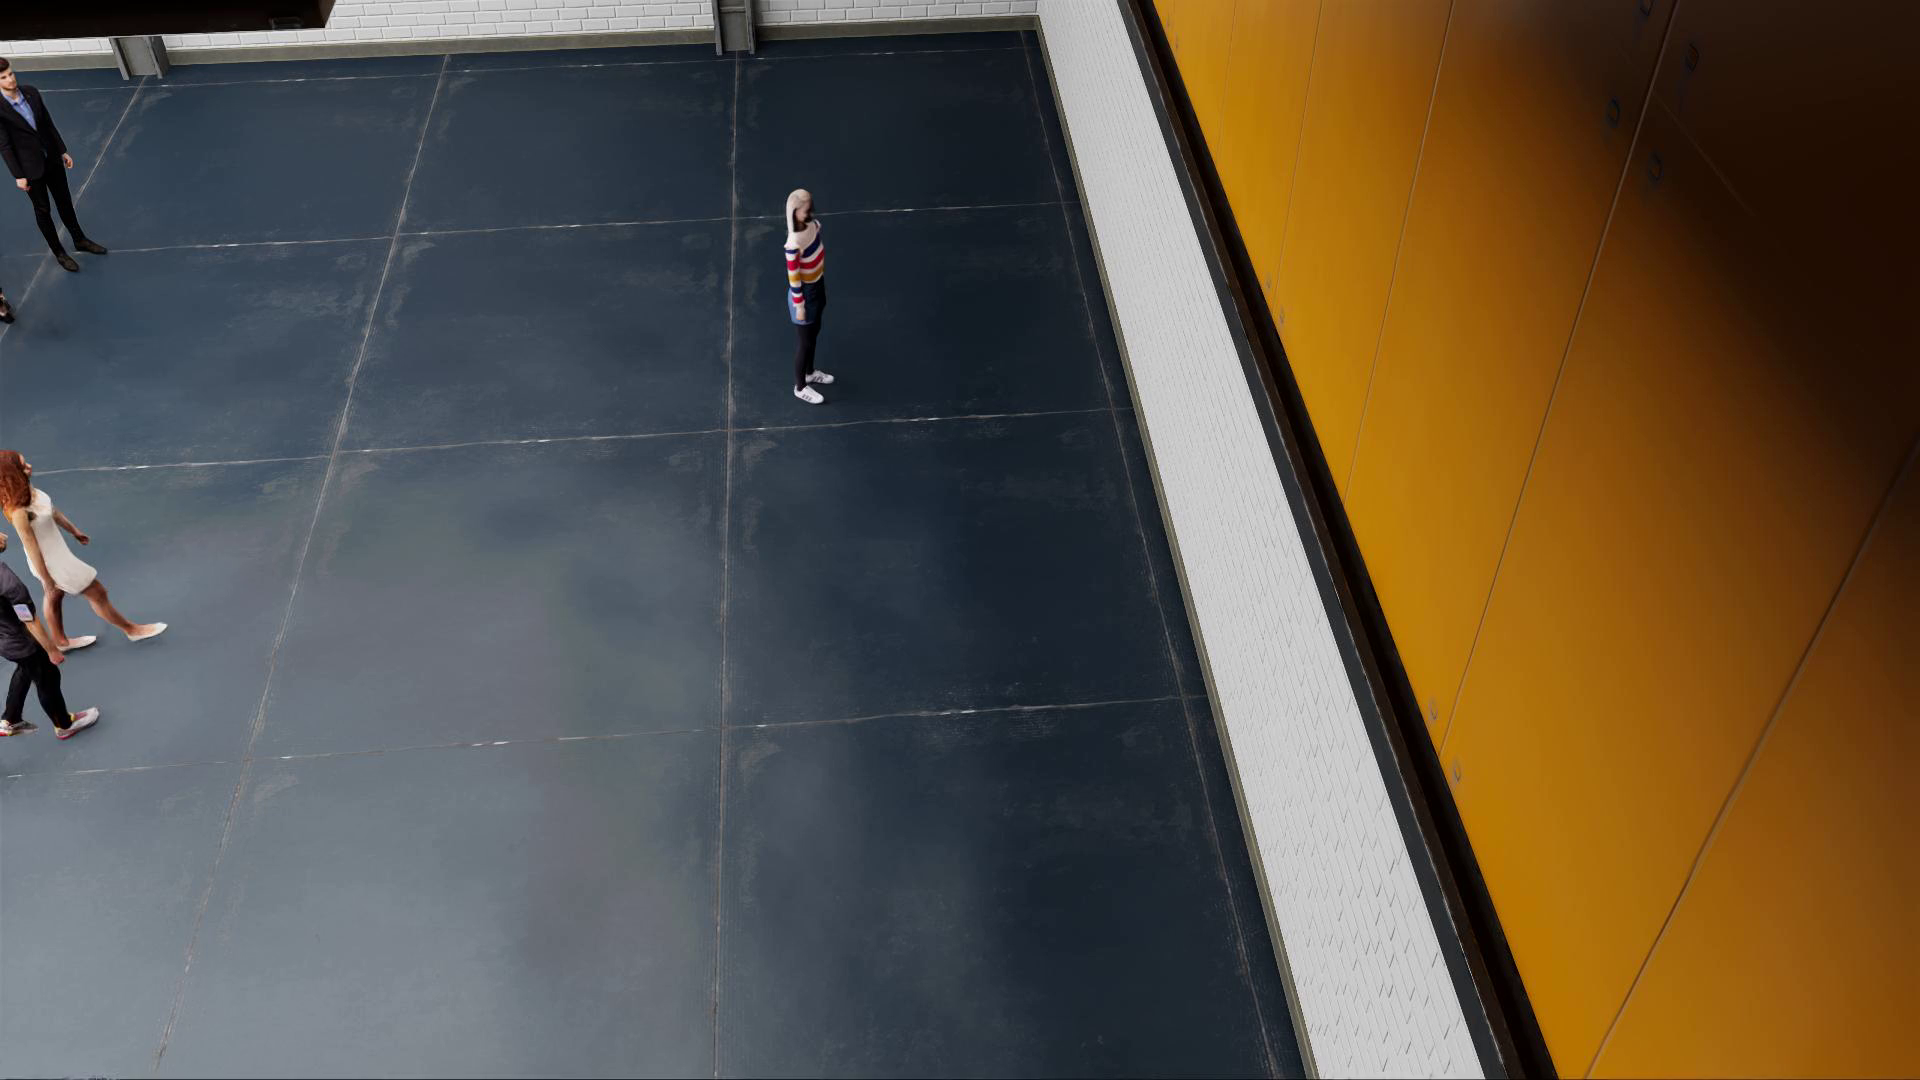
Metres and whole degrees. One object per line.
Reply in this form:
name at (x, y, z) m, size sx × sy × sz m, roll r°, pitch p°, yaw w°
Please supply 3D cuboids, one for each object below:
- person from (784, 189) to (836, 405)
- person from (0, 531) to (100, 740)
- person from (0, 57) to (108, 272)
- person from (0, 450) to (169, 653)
person at (-1.170, -1.868, 12.634) m, size 0.643 × 1.808 × 0.713 m, roll 11°, pitch 45°, yaw 12°
person at (-5.771, 0.627, 10.060) m, size 0.908 × 1.746 × 0.966 m, roll 23°, pitch 48°, yaw 23°
person at (-7.747, -3.183, 13.951) m, size 0.799 × 1.894 × 0.790 m, roll 19°, pitch 47°, yaw 19°
person at (-5.912, 0.127, 10.629) m, size 1.022 × 1.684 × 0.739 m, roll -15°, pitch 46°, yaw -15°
